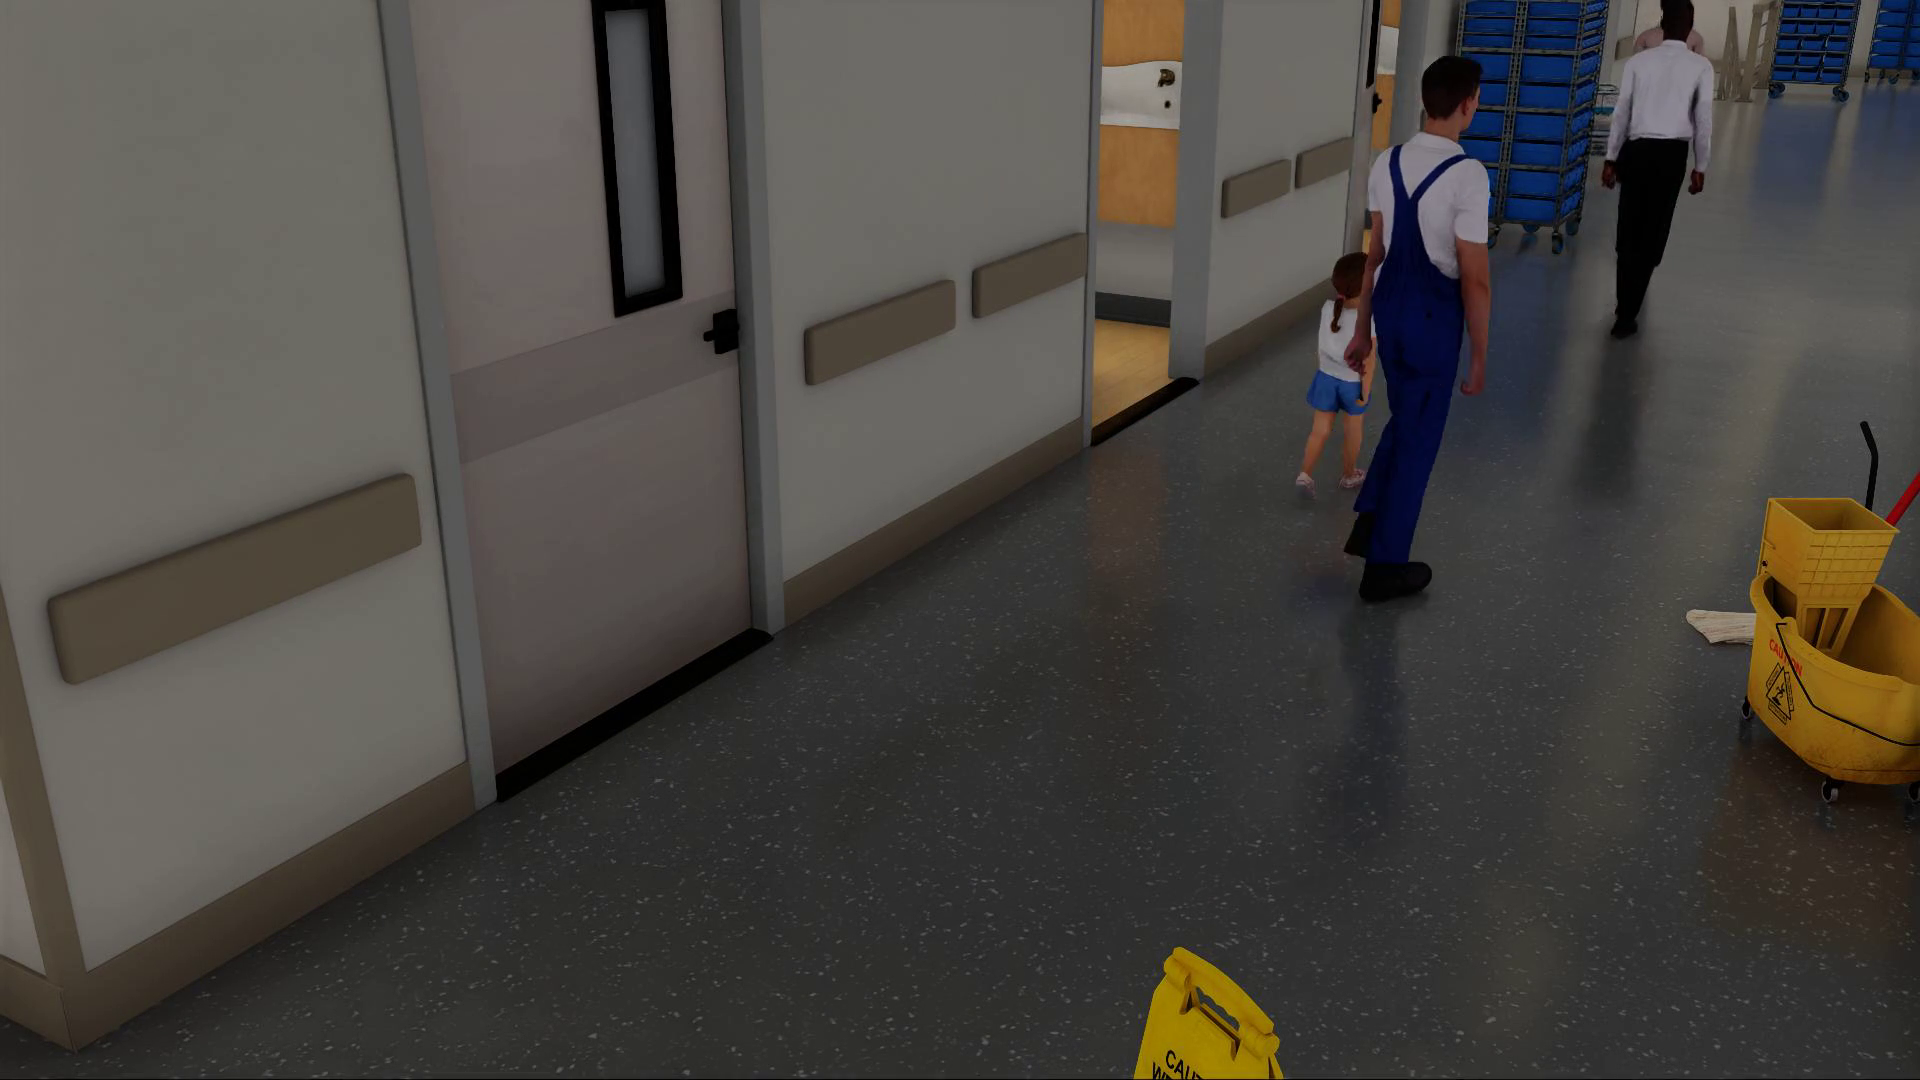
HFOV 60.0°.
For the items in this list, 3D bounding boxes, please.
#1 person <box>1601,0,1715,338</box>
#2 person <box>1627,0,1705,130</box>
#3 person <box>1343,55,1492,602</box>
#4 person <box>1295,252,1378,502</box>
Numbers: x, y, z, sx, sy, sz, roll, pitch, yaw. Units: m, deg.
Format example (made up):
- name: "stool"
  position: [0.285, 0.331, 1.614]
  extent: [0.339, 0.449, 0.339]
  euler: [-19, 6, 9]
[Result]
- name: "person"
  position: [3.801, -2.020, 9.175]
  extent: [0.694, 1.817, 0.848]
  euler: [13, 24, 31]
- name: "person"
  position: [4.952, -2.982, 11.786]
  extent: [0.775, 1.767, 1.244]
  euler: [8, 22, 20]
- name: "person"
  position: [1.467, -0.668, 5.583]
  extent: [0.793, 1.833, 0.765]
  euler: [-14, 25, -32]
- name: "person"
  position: [1.510, -0.643, 6.688]
  extent: [0.447, 1.004, 0.724]
  euler: [13, 25, 31]
